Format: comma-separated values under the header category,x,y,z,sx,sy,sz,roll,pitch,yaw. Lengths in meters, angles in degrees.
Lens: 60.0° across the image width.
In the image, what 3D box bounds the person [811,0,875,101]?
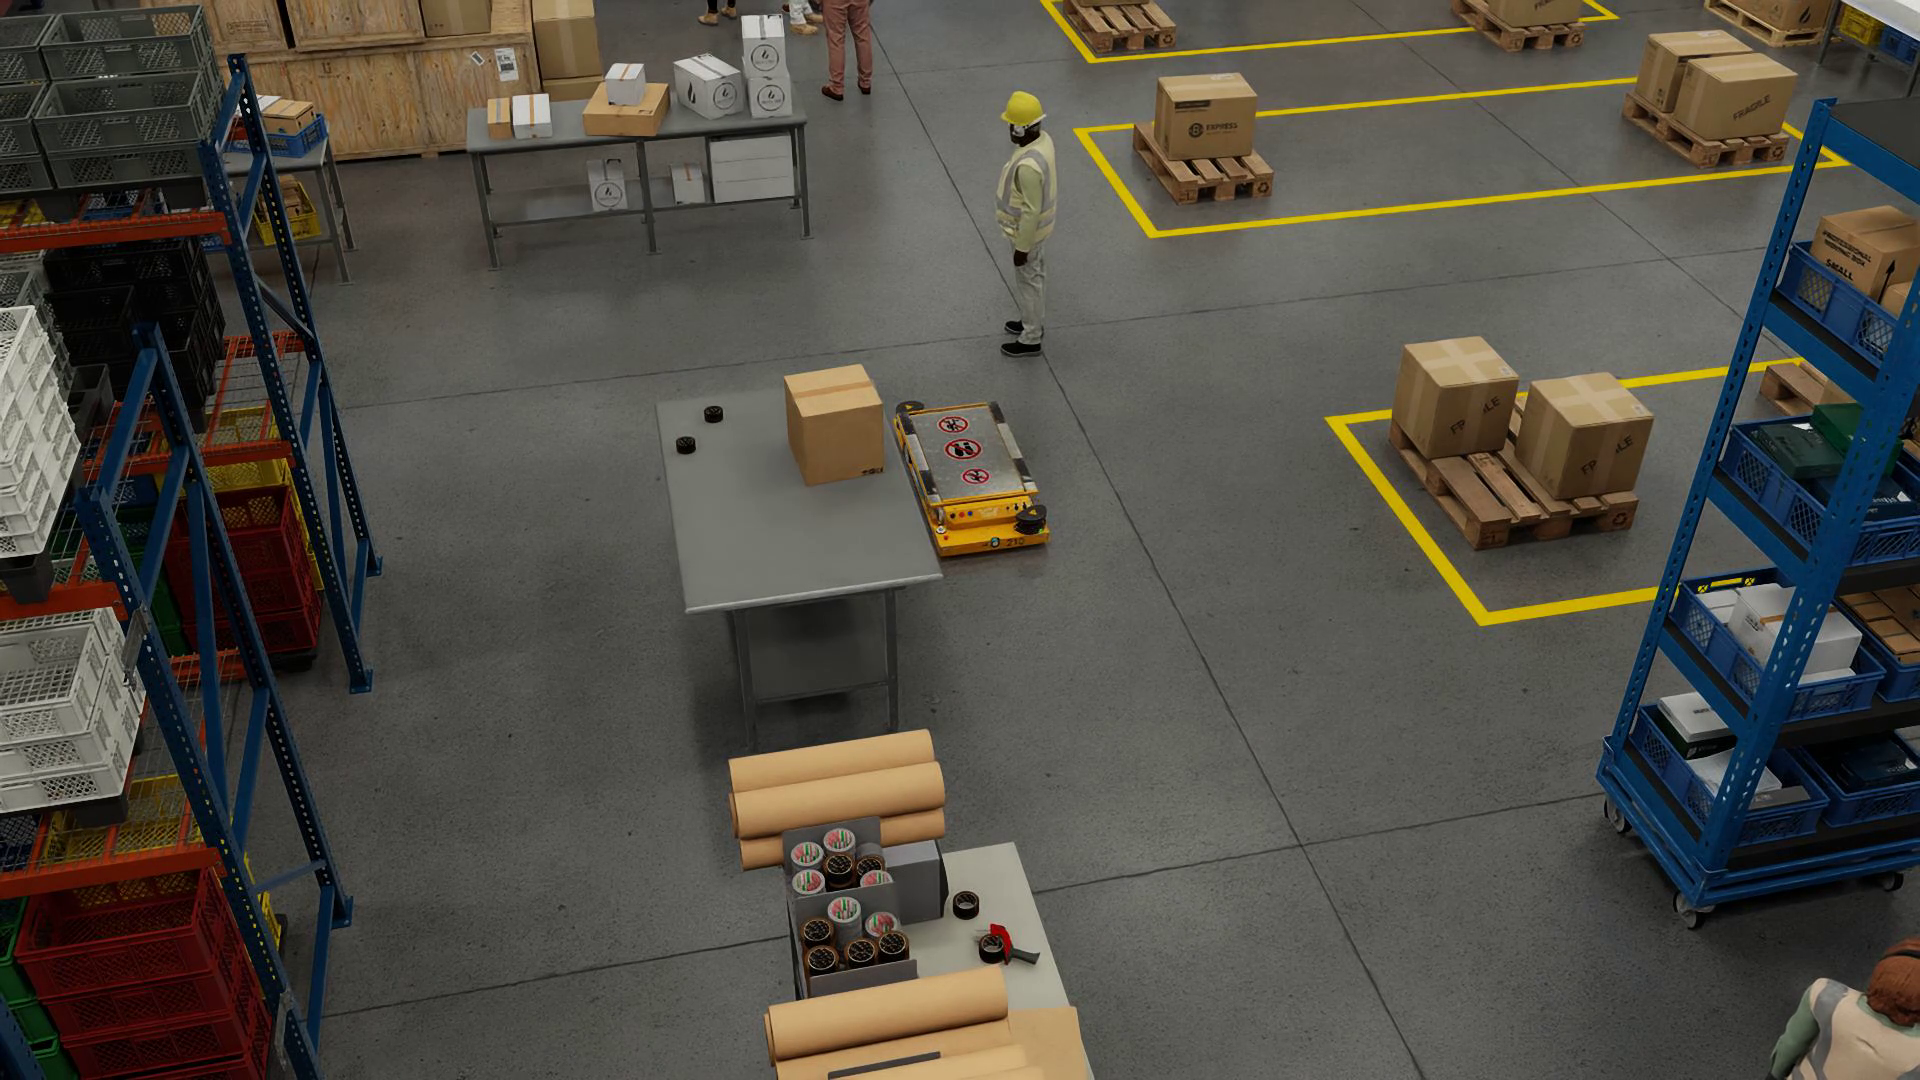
category,x,y,z,sx,sy,sz,roll,pitch,yaw
person,-1.033,-4.864,14.705,0.643,1.913,0.411,-17,40,-22

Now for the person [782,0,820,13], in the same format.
category,x,y,z,sx,sy,sz,roll,pitch,yaw
person,-1.636,-6.169,16.498,0.520,1.864,0.333,-17,40,-22

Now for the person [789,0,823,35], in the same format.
category,x,y,z,sx,sy,sz,roll,pitch,yaw
person,-1.542,-5.870,16.123,0.430,1.834,0.643,6,37,8

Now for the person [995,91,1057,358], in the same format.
category,x,y,z,sx,sy,sz,roll,pitch,yaw
person,0.432,-2.087,11.038,0.403,1.827,0.597,6,37,7

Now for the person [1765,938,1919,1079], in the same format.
category,x,y,z,sx,sy,sz,roll,pitch,yaw
person,3.022,1.984,5.733,0.313,1.632,0.518,-31,46,-35

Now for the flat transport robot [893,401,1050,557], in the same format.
category,x,y,z,sx,sy,sz,roll,pitch,yaw
flat transport robot,0.046,-0.430,10.108,0.652,0.197,1.431,-8,37,-10

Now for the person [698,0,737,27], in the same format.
category,x,y,z,sx,sy,sz,roll,pitch,yaw
person,-2.443,-5.915,16.292,0.321,1.697,0.533,31,46,35
